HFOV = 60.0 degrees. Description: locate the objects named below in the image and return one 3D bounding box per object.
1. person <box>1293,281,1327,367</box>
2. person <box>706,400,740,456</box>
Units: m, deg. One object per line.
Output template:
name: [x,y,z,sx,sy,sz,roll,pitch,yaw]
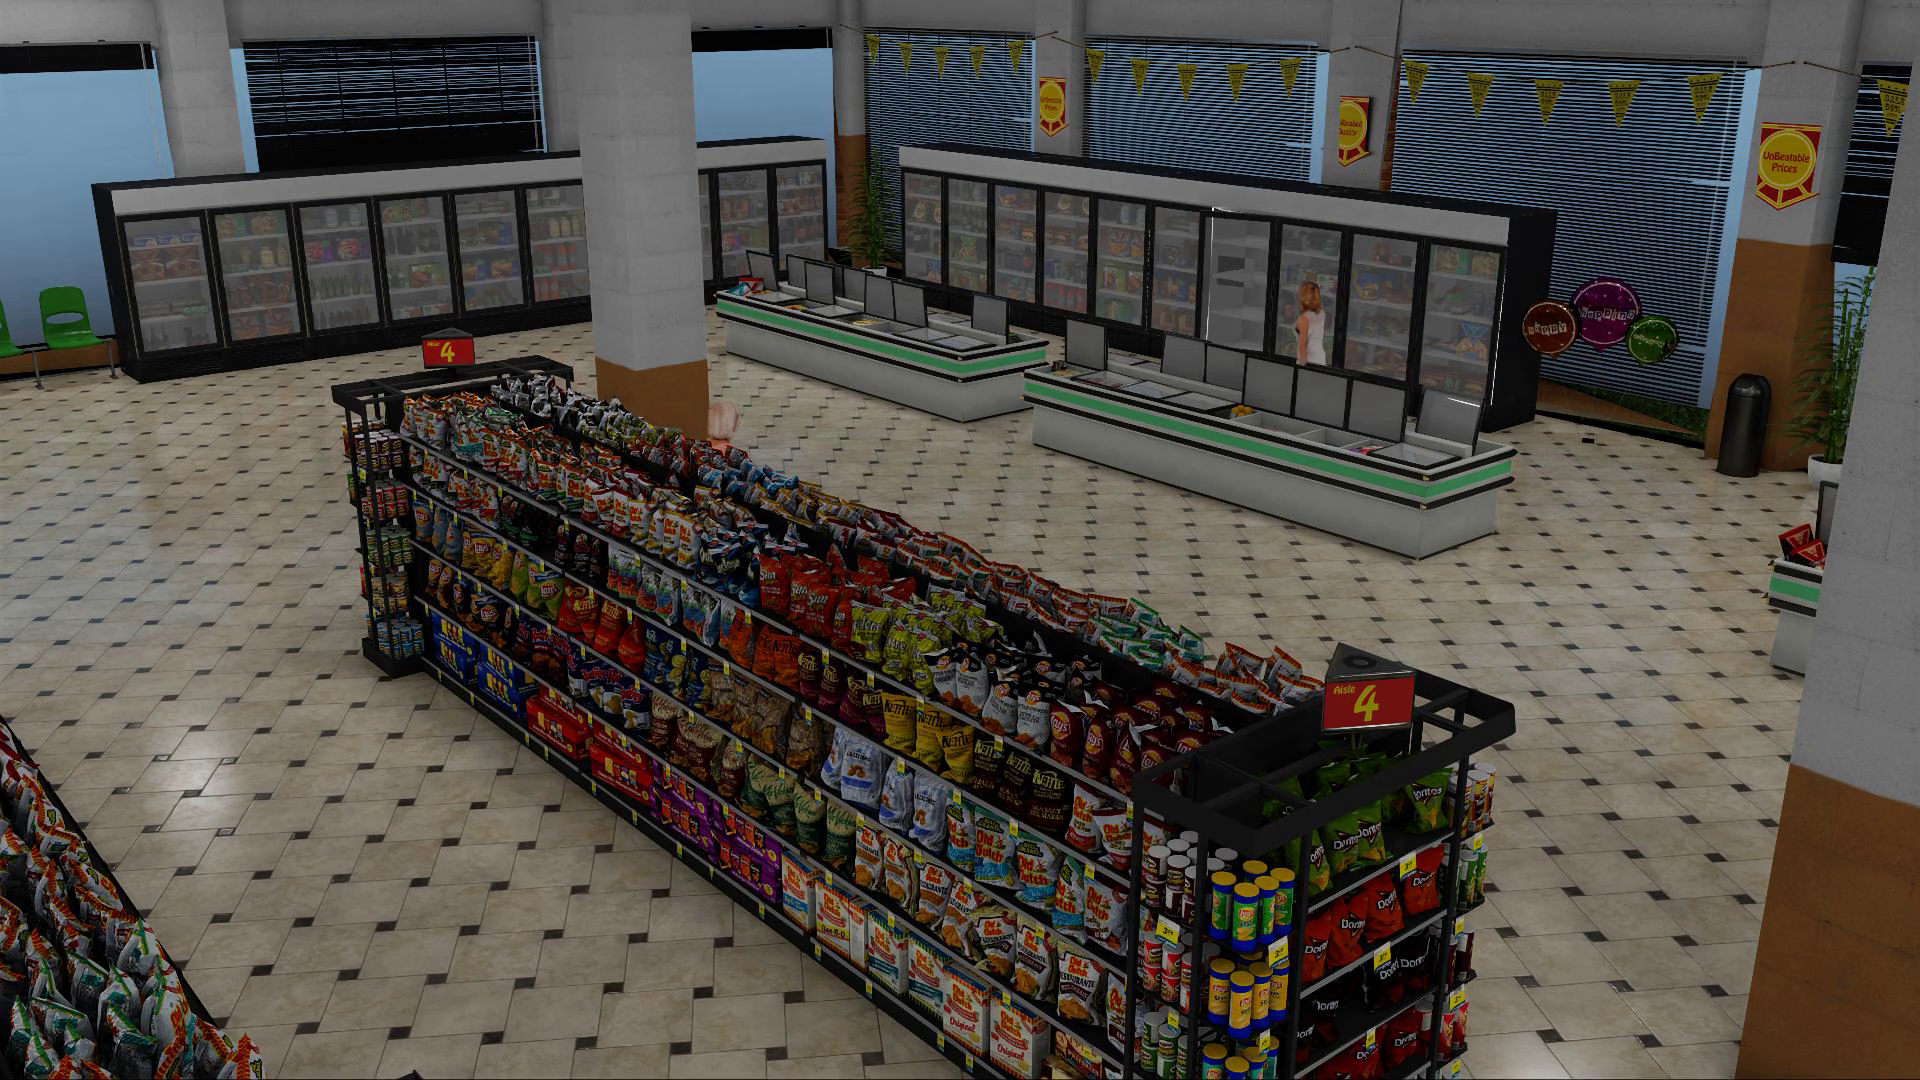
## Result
person: [3.738,-1.839,17.408,0.571,1.615,1.088,-15,24,-38]
person: [-1.741,-0.203,12.381,0.653,1.725,0.447,-15,24,-37]
